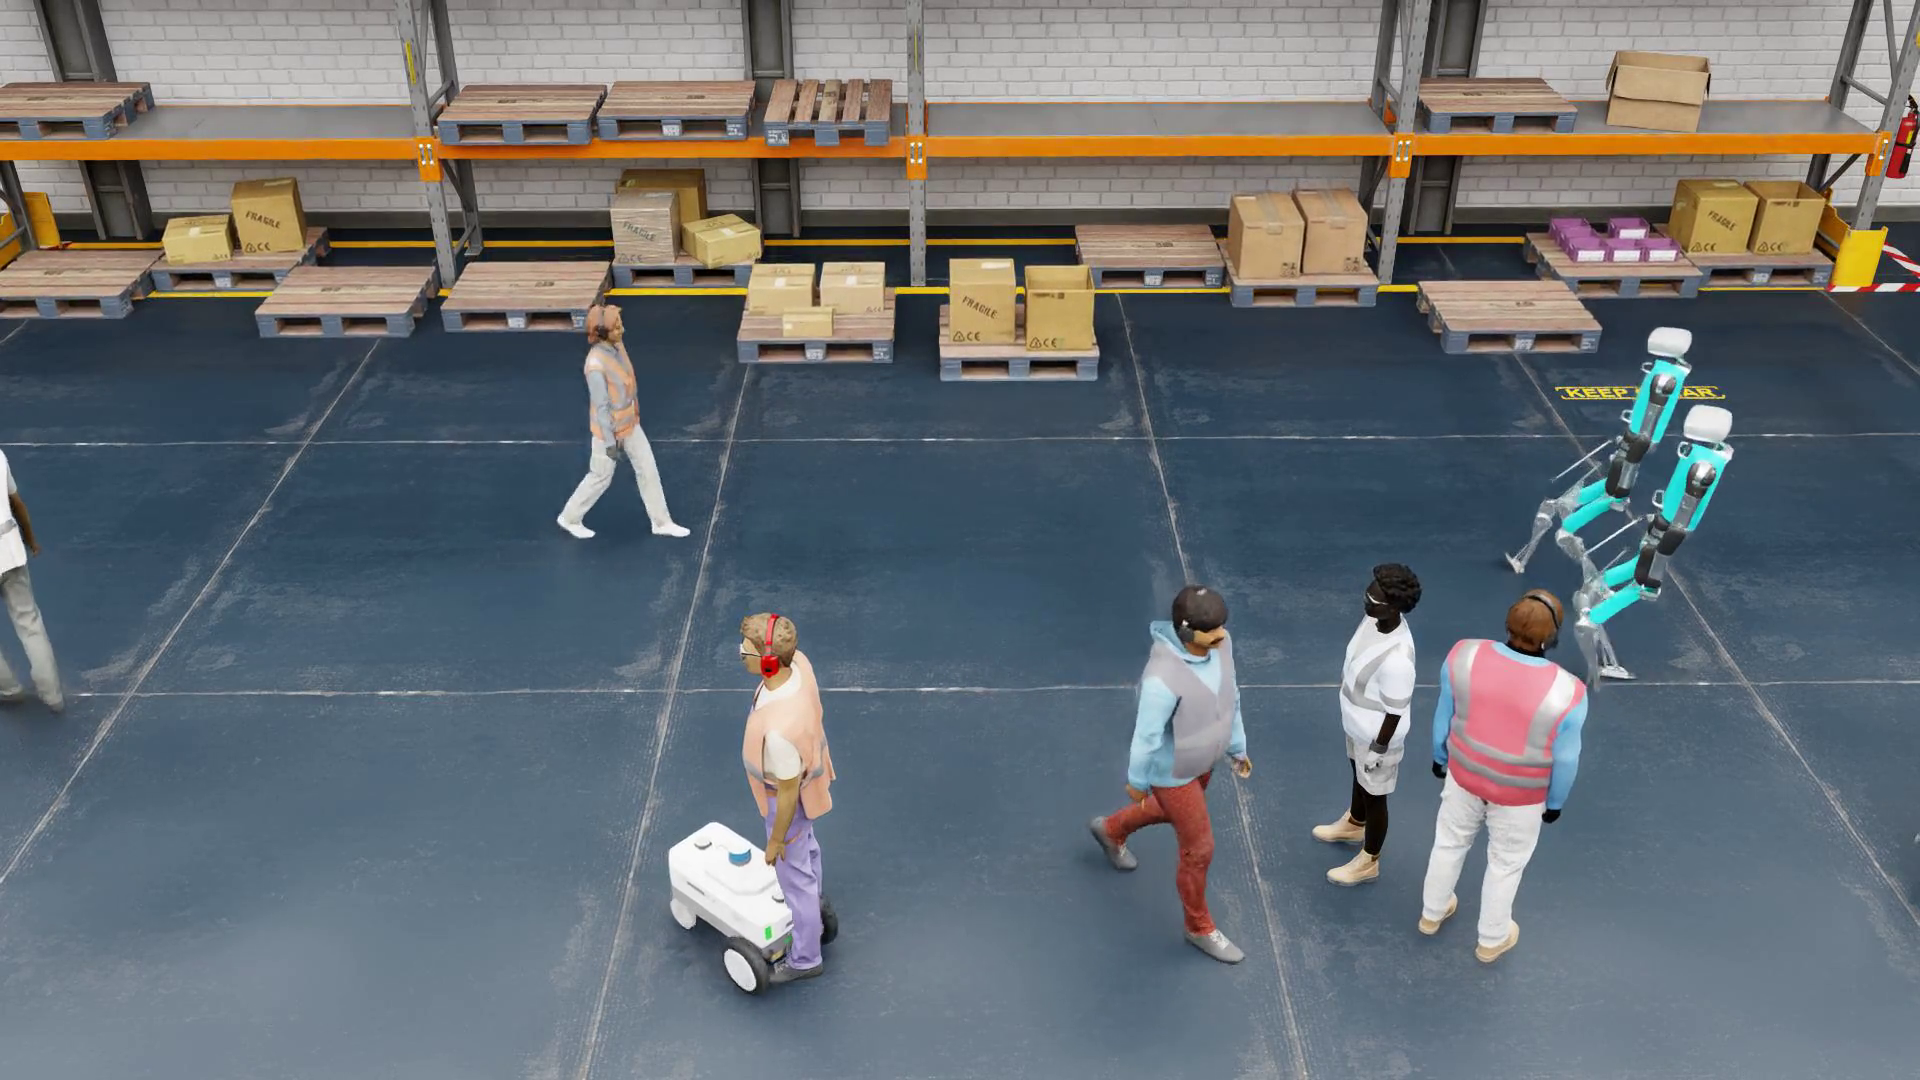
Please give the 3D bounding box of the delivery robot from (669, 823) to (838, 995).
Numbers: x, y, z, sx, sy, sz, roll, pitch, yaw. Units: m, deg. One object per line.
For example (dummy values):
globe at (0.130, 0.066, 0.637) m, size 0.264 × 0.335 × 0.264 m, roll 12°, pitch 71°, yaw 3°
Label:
delivery robot at (-0.957, 1.615, 7.463) m, size 0.815 × 0.612 × 0.499 m, roll 25°, pitch 39°, yaw 35°

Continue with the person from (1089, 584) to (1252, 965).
person at (0.941, 0.940, 7.319) m, size 0.895 × 1.843 × 0.522 m, roll 22°, pitch 37°, yaw 32°

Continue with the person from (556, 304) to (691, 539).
person at (-2.182, -0.705, 10.284) m, size 0.817 × 1.604 × 0.520 m, roll 4°, pitch 31°, yaw 6°

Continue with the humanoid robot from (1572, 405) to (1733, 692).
humanoid robot at (3.578, 0.079, 8.892) m, size 0.743 × 1.814 × 0.551 m, roll 15°, pitch 34°, yaw 23°

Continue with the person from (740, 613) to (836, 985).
person at (-0.724, 1.098, 7.050) m, size 0.391 × 1.846 × 0.562 m, roll 0°, pitch 31°, yaw 0°

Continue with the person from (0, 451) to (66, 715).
person at (-5.101, 0.119, 8.700) m, size 0.570 × 1.822 × 0.643 m, roll 19°, pitch 36°, yaw 29°

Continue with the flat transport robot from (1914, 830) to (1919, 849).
flat transport robot at (5.220, 1.631, 7.695) m, size 1.431 × 0.231 × 0.659 m, roll -20°, pitch 36°, yaw -30°

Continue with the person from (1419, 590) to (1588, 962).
person at (2.337, 1.017, 7.205) m, size 0.627 × 1.837 × 0.431 m, roll 22°, pitch 38°, yaw 32°

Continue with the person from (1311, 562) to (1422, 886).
person at (1.884, 0.837, 7.627) m, size 0.319 × 1.699 × 0.532 m, roll 0°, pitch 31°, yaw 0°

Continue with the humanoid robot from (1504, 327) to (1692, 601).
humanoid robot at (3.656, -0.435, 9.782) m, size 0.890 × 1.828 × 0.563 m, roll 15°, pitch 34°, yaw 23°
